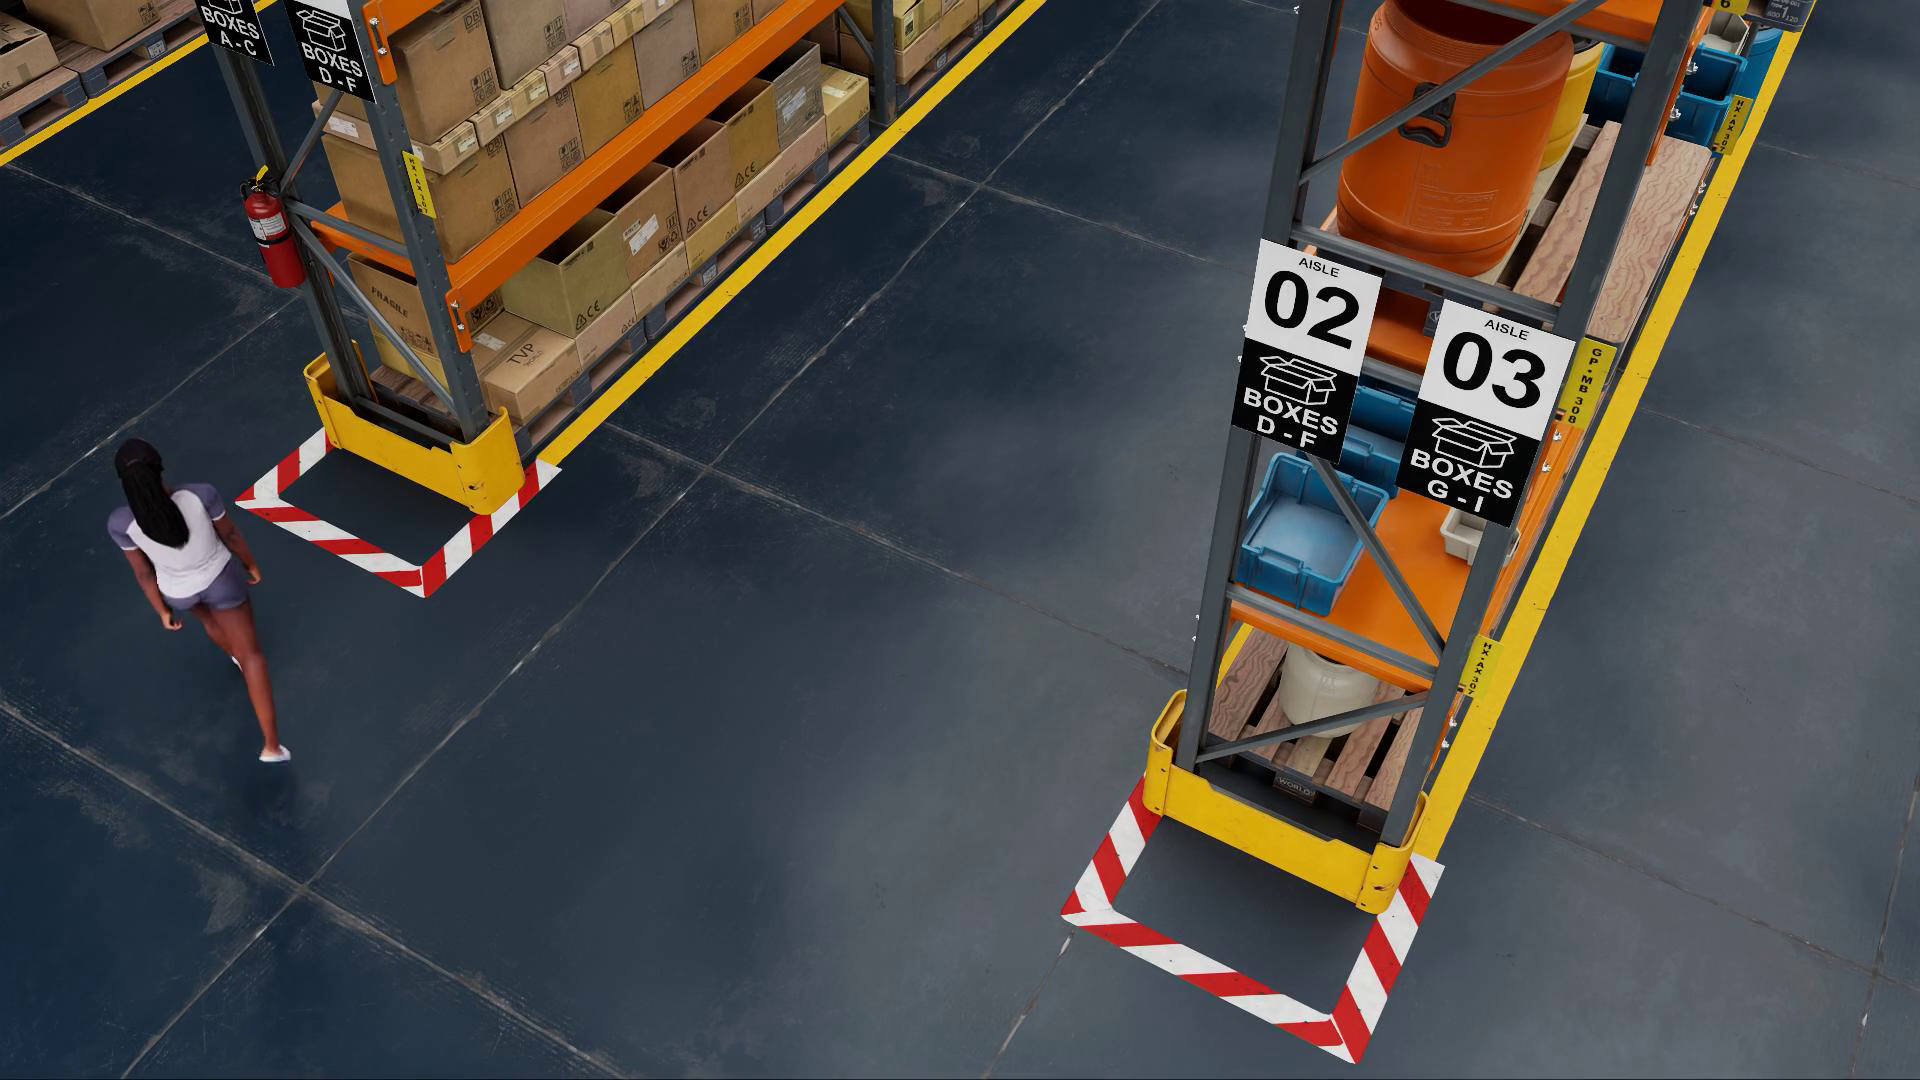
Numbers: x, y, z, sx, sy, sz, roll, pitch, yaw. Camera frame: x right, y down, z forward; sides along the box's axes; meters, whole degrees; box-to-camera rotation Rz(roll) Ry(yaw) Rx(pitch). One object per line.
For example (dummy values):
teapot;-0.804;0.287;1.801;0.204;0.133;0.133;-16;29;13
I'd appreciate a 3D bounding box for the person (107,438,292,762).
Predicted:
person;-3.270;0.287;7.223;1.204;1.683;1.133;-18;50;-16
